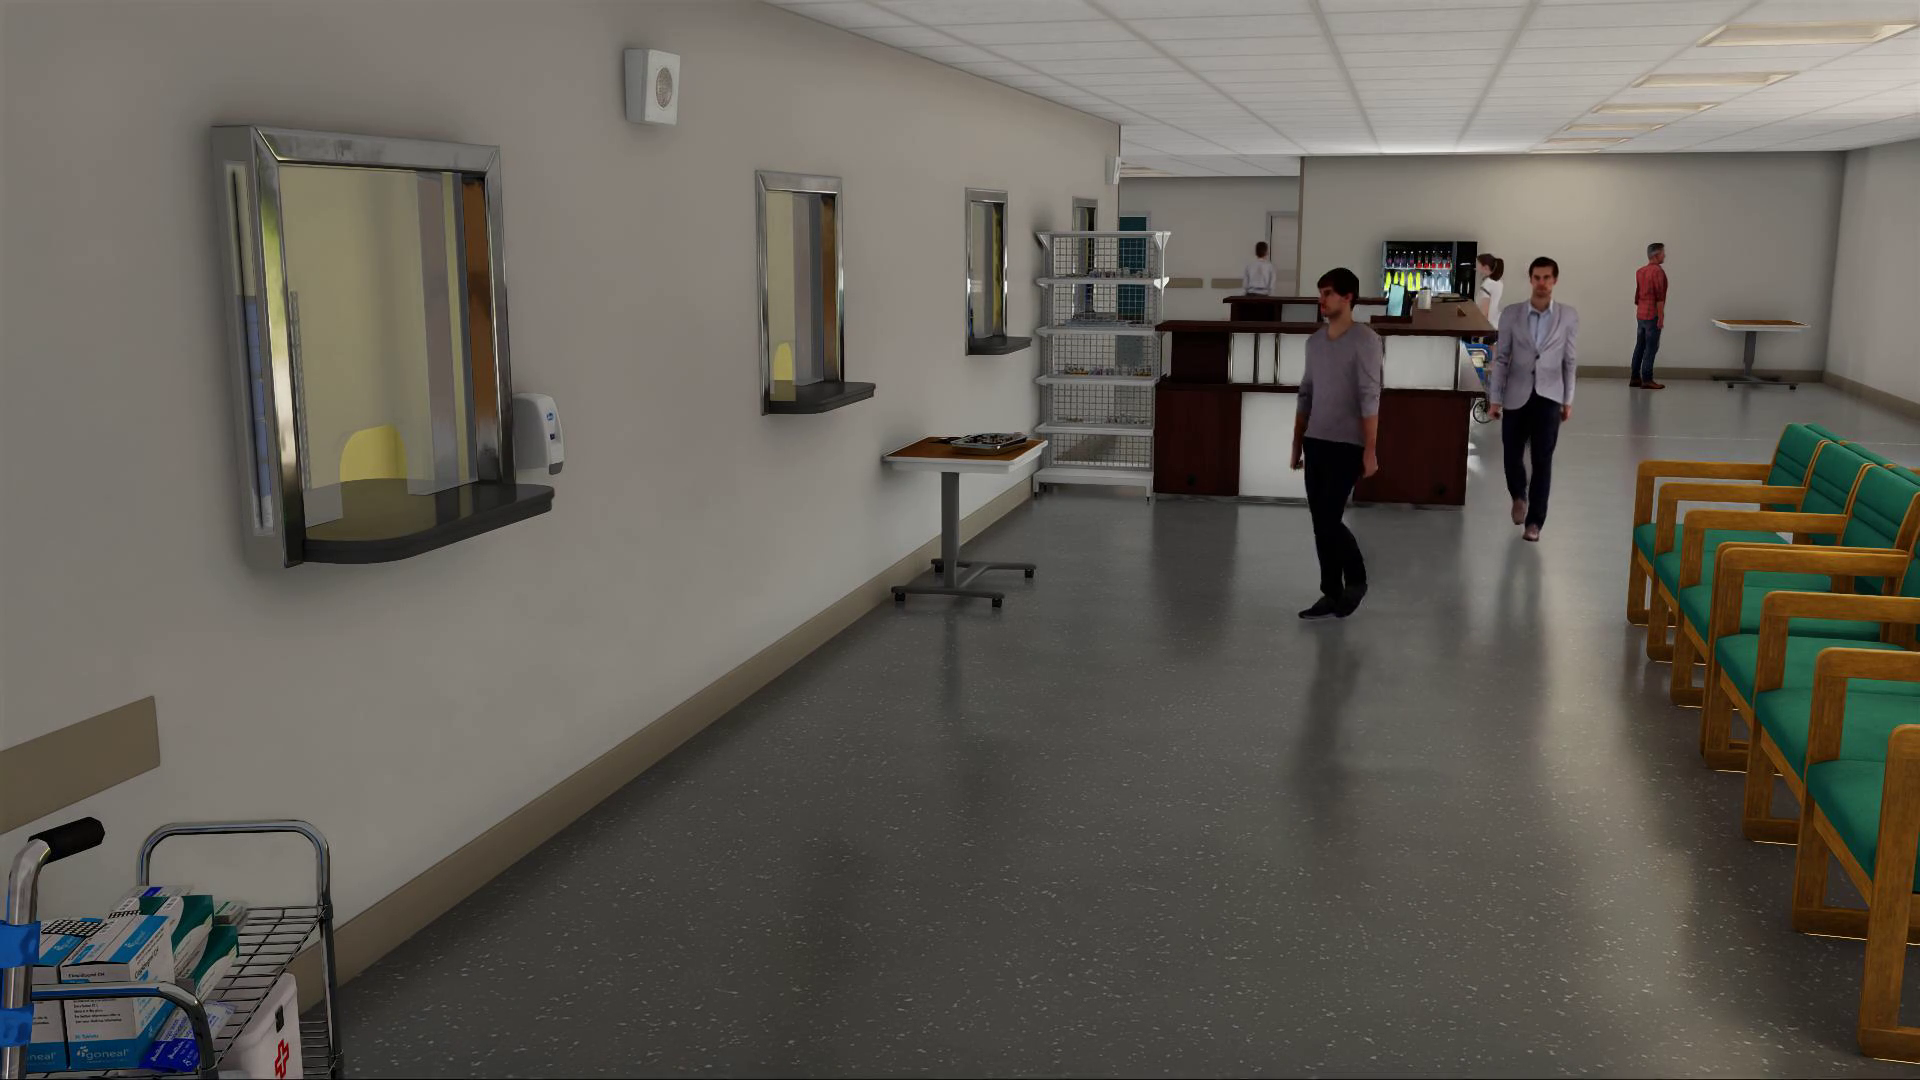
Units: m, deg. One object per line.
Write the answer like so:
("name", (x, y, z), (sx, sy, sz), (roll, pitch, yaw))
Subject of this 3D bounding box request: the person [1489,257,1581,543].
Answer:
("person", (3.797, -0.930, 11.040), (1.167, 1.815, 0.862), (5, 12, 24))

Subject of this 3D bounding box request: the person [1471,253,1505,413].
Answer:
("person", (5.871, -2.253, 18.231), (0.741, 1.735, 0.778), (-10, 14, -41))

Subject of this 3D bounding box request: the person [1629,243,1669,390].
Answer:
("person", (8.788, -2.862, 21.185), (0.694, 1.830, 0.762), (-1, 11, -7))

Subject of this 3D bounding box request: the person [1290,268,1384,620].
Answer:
("person", (2.027, -0.479, 8.627), (0.872, 1.830, 0.817), (-6, 12, -28))

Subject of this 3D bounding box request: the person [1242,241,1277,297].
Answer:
("person", (4.348, -3.433, 24.321), (1.118, 1.782, 0.743), (3, 11, 17))
